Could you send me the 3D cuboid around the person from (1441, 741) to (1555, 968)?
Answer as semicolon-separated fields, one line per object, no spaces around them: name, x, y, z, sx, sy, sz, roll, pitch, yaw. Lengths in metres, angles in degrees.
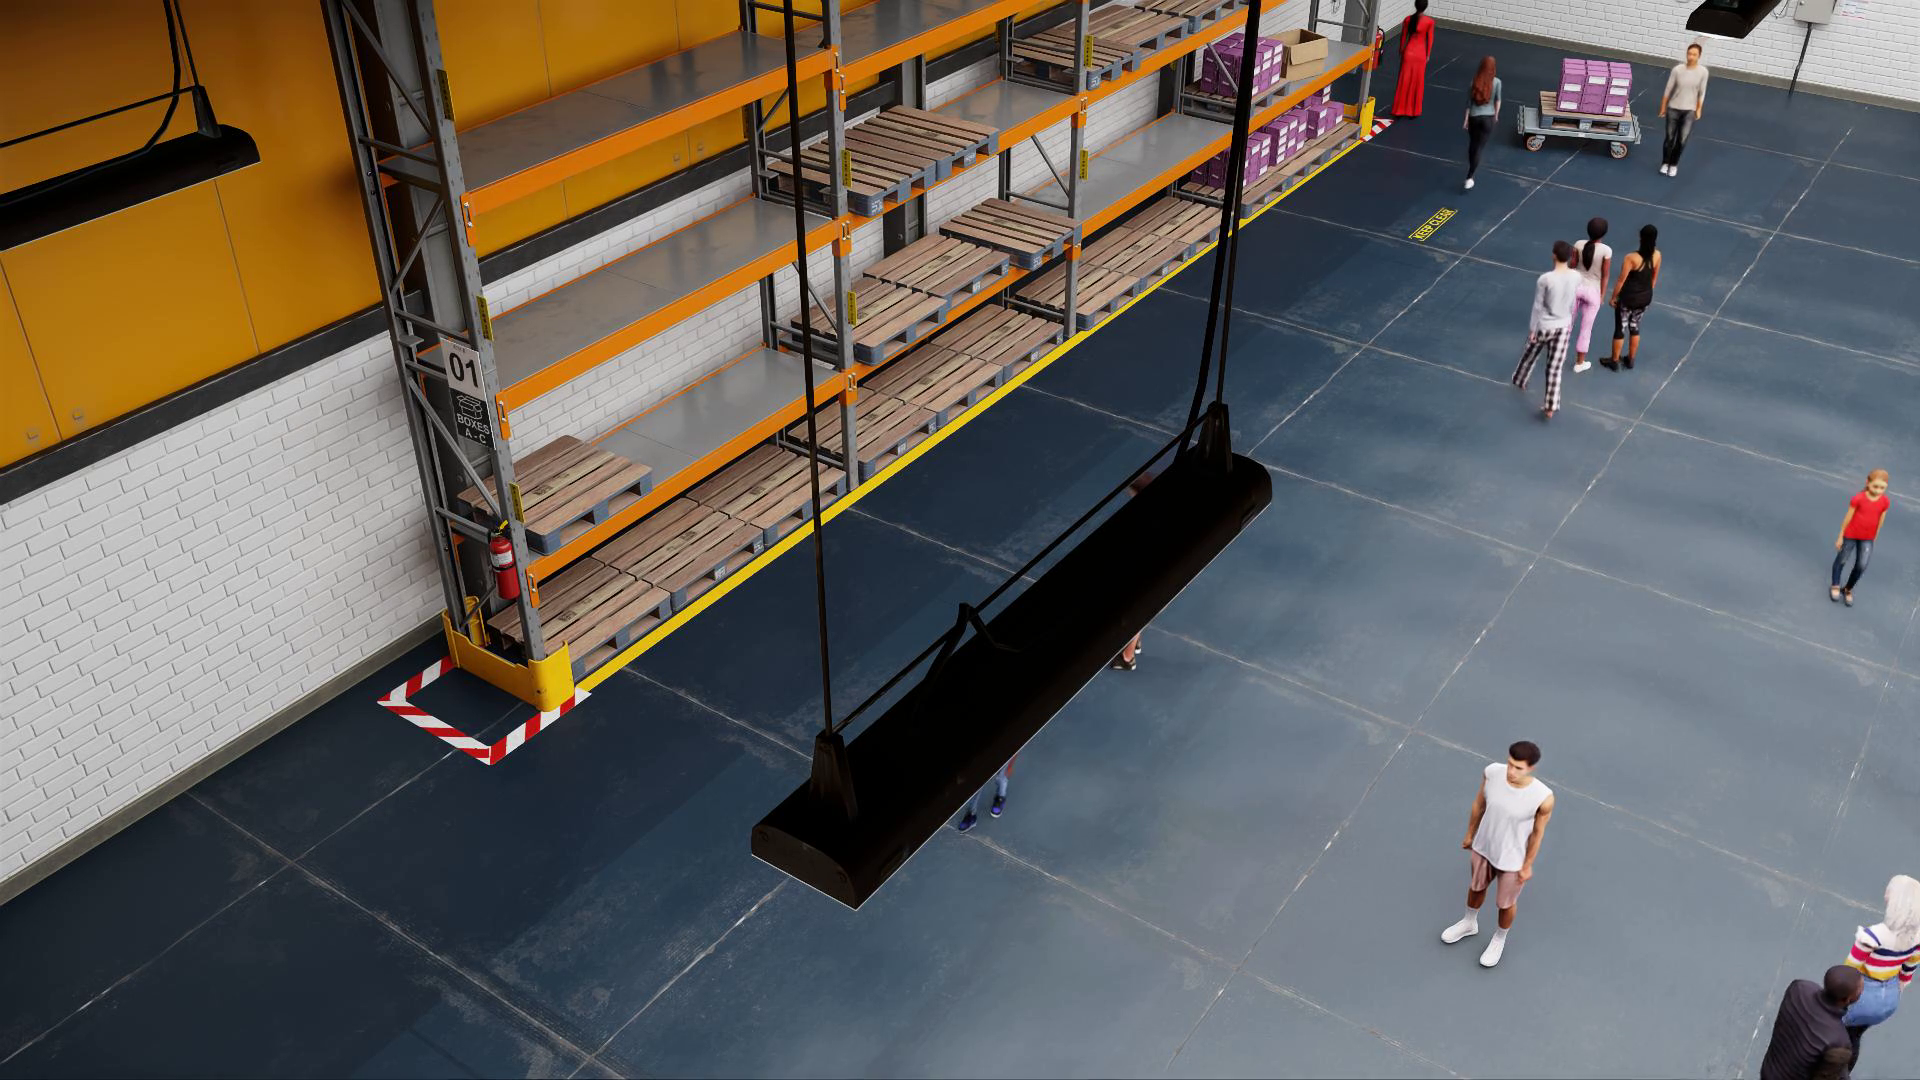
person;3.519;1.990;10.756;0.635;1.787;0.690;-27;42;-34

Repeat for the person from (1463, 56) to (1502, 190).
person;6.915;-5.505;22.121;0.776;1.688;1.225;13;36;18

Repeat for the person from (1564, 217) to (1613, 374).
person;6.663;-2.631;17.750;0.590;1.740;0.527;25;41;33

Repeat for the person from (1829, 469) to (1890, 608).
person;7.697;-0.067;14.292;0.550;1.298;0.595;10;35;14

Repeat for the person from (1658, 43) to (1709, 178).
person;9.795;-5.861;22.558;0.727;1.796;0.714;14;36;21

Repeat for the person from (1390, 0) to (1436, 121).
person;6.642;-7.062;24.376;0.696;1.785;0.701;10;35;15

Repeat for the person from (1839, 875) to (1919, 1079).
person;5.323;2.705;9.670;0.837;1.797;0.899;-6;34;-9

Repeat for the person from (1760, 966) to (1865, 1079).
person;4.524;3.005;9.207;1.189;1.810;1.142;-4;34;-6

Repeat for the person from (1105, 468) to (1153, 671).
person;1.424;0.232;13.335;0.824;1.861;0.665;11;35;16

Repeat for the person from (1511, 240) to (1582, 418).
person;6.054;-2.110;16.913;1.091;1.799;1.232;-2;34;-3

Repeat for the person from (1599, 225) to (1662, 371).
person;7.212;-2.587;17.752;0.681;1.664;0.754;-9;35;-14
